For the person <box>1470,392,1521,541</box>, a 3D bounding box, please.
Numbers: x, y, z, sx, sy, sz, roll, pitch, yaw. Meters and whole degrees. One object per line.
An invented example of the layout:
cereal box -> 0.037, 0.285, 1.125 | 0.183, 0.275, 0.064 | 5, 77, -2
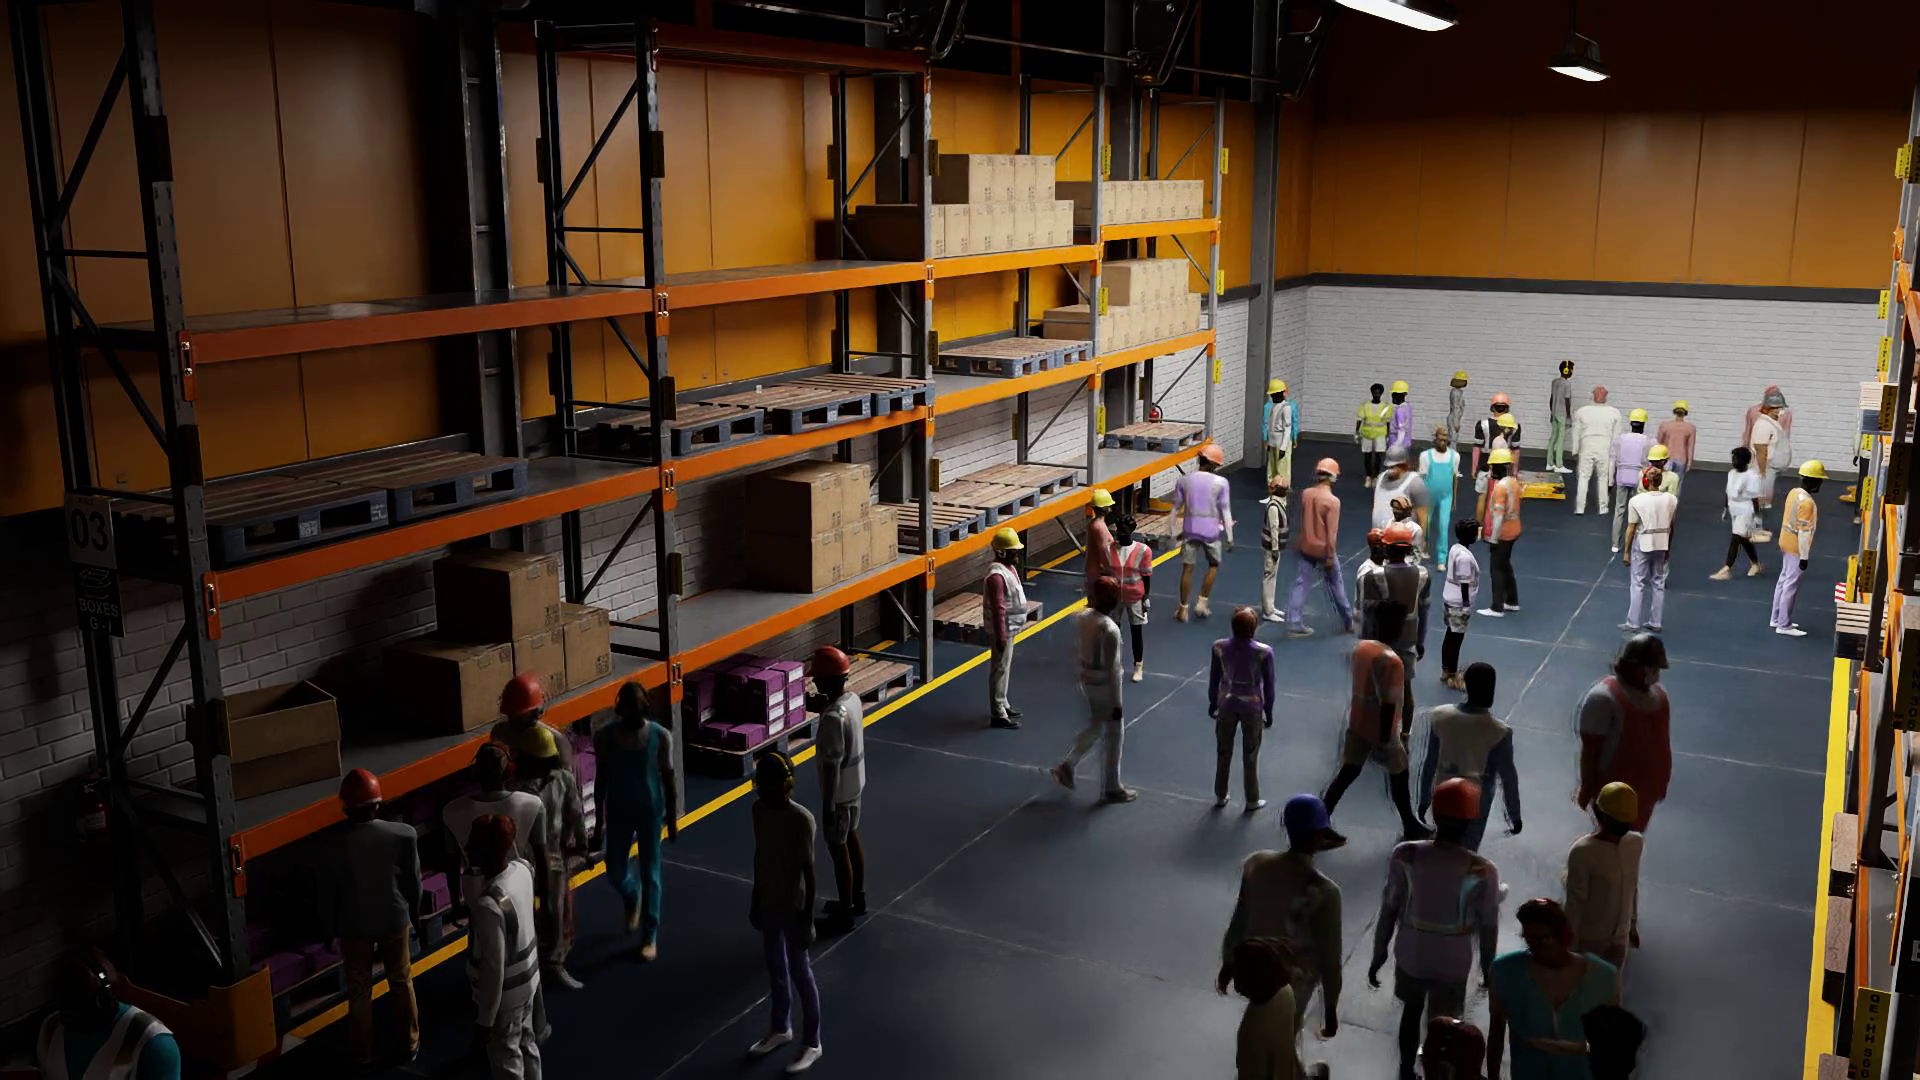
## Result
person -> 7.253, -0.990, 22.571 | 0.616, 2.031, 0.409 | 2, 13, 7

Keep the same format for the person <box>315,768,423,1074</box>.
person -> -3.284, 2.112, 9.291 | 0.565, 1.755, 0.318 | -7, 14, -28

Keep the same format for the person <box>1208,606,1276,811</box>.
person -> 2.205, 1.331, 13.075 | 0.546, 1.634, 0.313 | 5, 14, 22

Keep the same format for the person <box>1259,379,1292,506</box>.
person -> 4.738, -1.445, 24.856 | 0.377, 1.918, 0.585 | -3, 13, -11

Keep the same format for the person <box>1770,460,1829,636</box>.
person -> 9.110, 0.080, 18.040 | 0.410, 1.918, 0.585 | 3, 13, 13

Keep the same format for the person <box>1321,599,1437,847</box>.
person -> 3.075, 1.363, 12.335 | 1.029, 1.907, 0.611 | -4, 13, -19

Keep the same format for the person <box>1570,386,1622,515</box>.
person -> 9.290, -1.290, 24.280 | 0.681, 1.892, 0.601 | 5, 13, 21

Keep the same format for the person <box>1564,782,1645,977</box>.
person -> 3.520, 2.153, 9.095 | 0.534, 1.766, 0.317 | -6, 14, -25

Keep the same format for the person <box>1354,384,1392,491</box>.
person -> 6.498, -1.627, 26.198 | 0.559, 1.681, 0.549 | 5, 13, 19

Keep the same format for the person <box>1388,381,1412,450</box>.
person -> 6.481, -1.398, 24.625 | 0.372, 1.925, 0.595 | 5, 13, 20

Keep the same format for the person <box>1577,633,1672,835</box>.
person -> 4.450, 1.579, 11.041 | 0.712, 2.000, 0.536 | -6, 14, -27

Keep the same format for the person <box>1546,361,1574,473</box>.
person -> 10.021, -2.056, 27.716 | 0.329, 1.865, 0.518 | -3, 13, -14

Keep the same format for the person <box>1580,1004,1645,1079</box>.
person -> 2.436, 2.697, 6.348 | 0.612, 1.907, 1.026 | 2, 13, 8

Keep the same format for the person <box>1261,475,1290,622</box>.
person -> 3.528, 0.087, 18.628 | 0.311, 1.639, 0.514 | 3, 13, 13

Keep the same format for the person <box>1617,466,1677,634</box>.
person -> 7.478, 0.117, 18.053 | 0.560, 1.836, 0.388 | -3, 13, -12

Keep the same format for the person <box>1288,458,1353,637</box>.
person -> 3.980, 0.081, 17.997 | 0.983, 1.934, 0.602 | -8, 15, -31

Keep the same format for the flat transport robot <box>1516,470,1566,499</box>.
flat transport robot -> 9.080, -0.875, 26.024 | 0.652, 0.197, 1.431 | 3, 13, 15

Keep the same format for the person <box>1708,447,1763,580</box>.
person -> 9.656, -0.325, 20.480 | 0.799, 1.666, 0.557 | -2, 13, -9

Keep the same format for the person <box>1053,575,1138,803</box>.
person -> 1.101, 1.183, 13.177 | 0.581, 1.866, 0.597 | -6, 14, -24

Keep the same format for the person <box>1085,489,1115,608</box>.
person -> 1.446, 0.350, 17.155 | 0.299, 1.772, 0.530 | -2, 13, -10

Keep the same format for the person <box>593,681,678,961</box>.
person -> -2.072, 1.769, 10.654 | 0.546, 1.829, 0.451 | -1, 13, -3

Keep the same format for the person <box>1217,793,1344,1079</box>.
person -> 1.680, 2.230, 8.497 | 1.066, 1.864, 0.688 | -9, 15, -34

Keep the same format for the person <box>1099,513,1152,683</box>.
person -> 1.624, 0.564, 16.379 | 0.537, 1.694, 0.320 | 4, 13, 18

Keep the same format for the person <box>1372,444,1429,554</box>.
person -> 4.997, -0.145, 18.756 | 0.829, 2.000, 0.722 | -8, 15, -33

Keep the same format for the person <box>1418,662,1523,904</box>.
person -> 3.364, 1.704, 10.891 | 1.041, 1.860, 0.616 | -9, 15, -34

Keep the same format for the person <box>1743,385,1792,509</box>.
person -> 11.846, -1.334, 24.471 | 0.640, 1.880, 0.820 | 9, 15, 35

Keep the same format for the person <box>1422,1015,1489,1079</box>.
person -> 1.846, 2.711, 6.320 | 0.396, 1.887, 0.662 | 5, 13, 20

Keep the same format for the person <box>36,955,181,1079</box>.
person -> -3.549, 2.596, 6.937 | 0.637, 1.842, 0.429 | 3, 13, 12

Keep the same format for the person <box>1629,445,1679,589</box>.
person -> 8.344, -0.276, 19.987 | 0.340, 1.760, 0.526 | -9, 16, -35

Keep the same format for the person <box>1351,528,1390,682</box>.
person -> 3.683, 0.813, 14.859 | 0.356, 1.879, 0.578 | 6, 14, 25

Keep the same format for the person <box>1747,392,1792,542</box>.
person -> 11.000, -1.006, 22.614 | 0.537, 2.000, 0.687 | 8, 15, 31

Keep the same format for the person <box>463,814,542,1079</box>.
person -> -2.293, 2.262, 8.336 | 0.351, 1.884, 0.582 | 1, 13, 3

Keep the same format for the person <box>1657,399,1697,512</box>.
person -> 10.334, -1.175, 24.045 | 0.520, 1.736, 0.836 | 4, 13, 18

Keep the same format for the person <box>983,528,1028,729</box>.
person -> 0.411, 0.785, 15.066 | 0.404, 1.832, 0.599 | 2, 13, 7

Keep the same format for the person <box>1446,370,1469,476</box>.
person -> 8.184, -1.928, 27.421 | 0.314, 1.740, 0.486 | 3, 13, 12

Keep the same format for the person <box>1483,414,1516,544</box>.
person -> 7.293, -0.830, 22.449 | 0.330, 1.765, 0.533 | 5, 14, 23

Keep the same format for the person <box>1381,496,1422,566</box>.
person -> 4.602, 0.340, 17.486 | 0.310, 1.642, 0.514 | -10, 16, -39

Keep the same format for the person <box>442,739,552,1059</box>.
person -> -2.603, 2.040, 9.412 | 0.567, 1.844, 0.377 | -2, 13, -11

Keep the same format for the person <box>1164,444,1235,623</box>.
person -> 2.669, -0.070, 18.524 | 0.818, 1.994, 0.565 | 6, 14, 25

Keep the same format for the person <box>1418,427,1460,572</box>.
person -> 6.057, -0.561, 21.160 | 0.522, 1.813, 0.927 | 1, 13, 6

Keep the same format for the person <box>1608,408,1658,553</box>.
person -> 8.807, -0.765, 21.793 | 0.595, 1.923, 0.373 | 8, 15, 33

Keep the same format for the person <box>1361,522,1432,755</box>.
person -> 3.710, 0.852, 14.288 | 0.615, 2.043, 0.373 | -3, 13, -11

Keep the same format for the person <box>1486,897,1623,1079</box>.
person -> 2.702, 2.478, 7.532 | 0.650, 1.819, 0.504 | 3, 13, 15

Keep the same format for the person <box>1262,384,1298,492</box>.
person -> 4.999, -1.607, 25.988 | 0.571, 1.739, 0.352 | -1, 13, -2

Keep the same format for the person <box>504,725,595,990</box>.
person -> -2.557, 1.939, 10.107 | 0.667, 1.744, 0.440 | -10, 16, -37

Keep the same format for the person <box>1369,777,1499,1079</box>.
person -> 2.495, 2.163, 8.723 | 0.599, 1.905, 0.725 | 6, 14, 25

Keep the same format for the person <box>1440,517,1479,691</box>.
person -> 4.868, 0.604, 16.178 | 0.320, 1.697, 0.531 | 1, 13, 5

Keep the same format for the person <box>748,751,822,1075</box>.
person -> -0.991, 2.061, 9.306 | 0.507, 1.861, 0.327 | 11, 17, 41

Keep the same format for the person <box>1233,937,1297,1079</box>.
person -> 1.425, 2.568, 7.630 | 0.880, 1.584, 0.500 | 10, 16, 38

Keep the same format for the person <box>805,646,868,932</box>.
person -> -0.827, 1.639, 11.030 | 0.385, 1.929, 0.546 | 3, 13, 12

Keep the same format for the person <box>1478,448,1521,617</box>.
person -> 6.127, -0.082, 18.806 | 0.508, 1.902, 0.613 | 7, 14, 29

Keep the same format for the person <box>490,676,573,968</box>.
person -> -2.697, 1.794, 10.261 | 0.641, 1.958, 0.852 | 5, 13, 21
